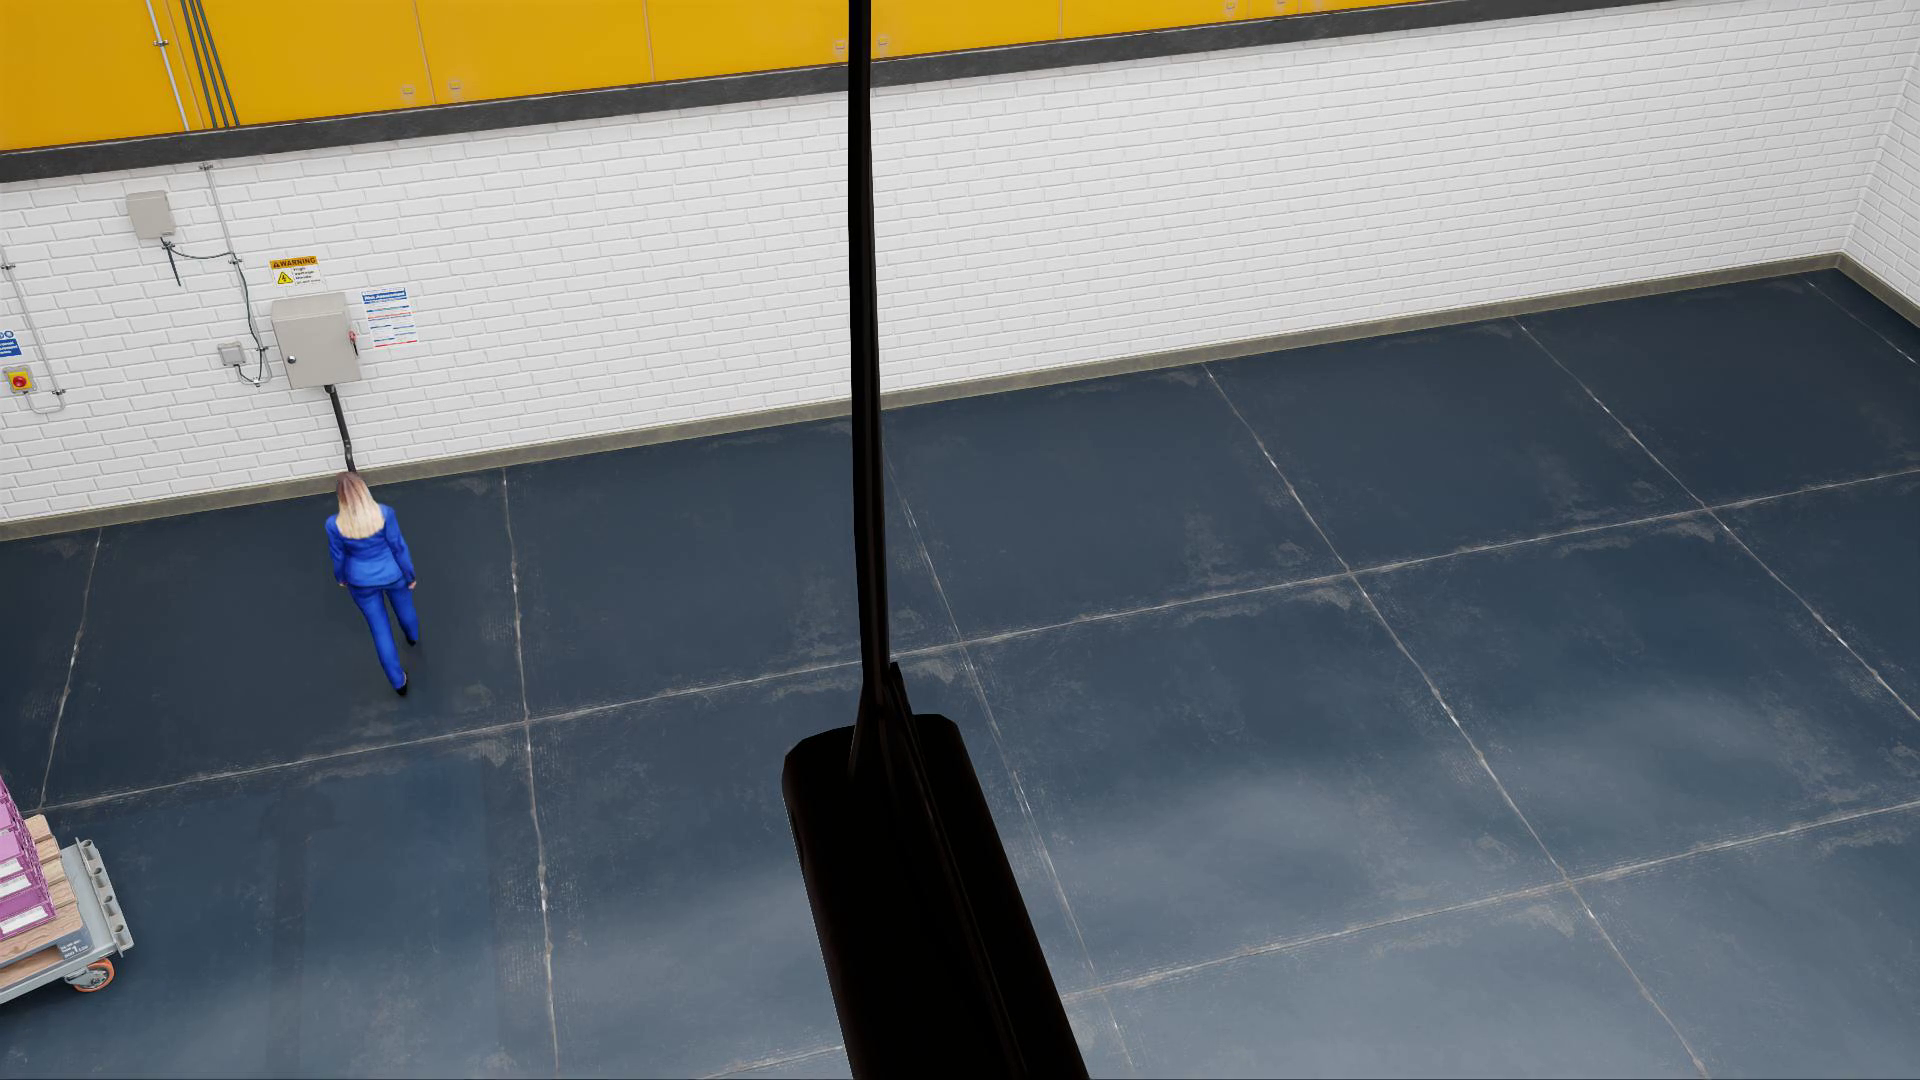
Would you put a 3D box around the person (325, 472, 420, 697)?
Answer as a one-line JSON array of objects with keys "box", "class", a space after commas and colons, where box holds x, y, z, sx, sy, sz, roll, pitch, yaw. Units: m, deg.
[{"box": [-3.777, 0.318, 10.798, 0.692, 1.674, 0.966, -12, 40, -14], "class": "person"}]
